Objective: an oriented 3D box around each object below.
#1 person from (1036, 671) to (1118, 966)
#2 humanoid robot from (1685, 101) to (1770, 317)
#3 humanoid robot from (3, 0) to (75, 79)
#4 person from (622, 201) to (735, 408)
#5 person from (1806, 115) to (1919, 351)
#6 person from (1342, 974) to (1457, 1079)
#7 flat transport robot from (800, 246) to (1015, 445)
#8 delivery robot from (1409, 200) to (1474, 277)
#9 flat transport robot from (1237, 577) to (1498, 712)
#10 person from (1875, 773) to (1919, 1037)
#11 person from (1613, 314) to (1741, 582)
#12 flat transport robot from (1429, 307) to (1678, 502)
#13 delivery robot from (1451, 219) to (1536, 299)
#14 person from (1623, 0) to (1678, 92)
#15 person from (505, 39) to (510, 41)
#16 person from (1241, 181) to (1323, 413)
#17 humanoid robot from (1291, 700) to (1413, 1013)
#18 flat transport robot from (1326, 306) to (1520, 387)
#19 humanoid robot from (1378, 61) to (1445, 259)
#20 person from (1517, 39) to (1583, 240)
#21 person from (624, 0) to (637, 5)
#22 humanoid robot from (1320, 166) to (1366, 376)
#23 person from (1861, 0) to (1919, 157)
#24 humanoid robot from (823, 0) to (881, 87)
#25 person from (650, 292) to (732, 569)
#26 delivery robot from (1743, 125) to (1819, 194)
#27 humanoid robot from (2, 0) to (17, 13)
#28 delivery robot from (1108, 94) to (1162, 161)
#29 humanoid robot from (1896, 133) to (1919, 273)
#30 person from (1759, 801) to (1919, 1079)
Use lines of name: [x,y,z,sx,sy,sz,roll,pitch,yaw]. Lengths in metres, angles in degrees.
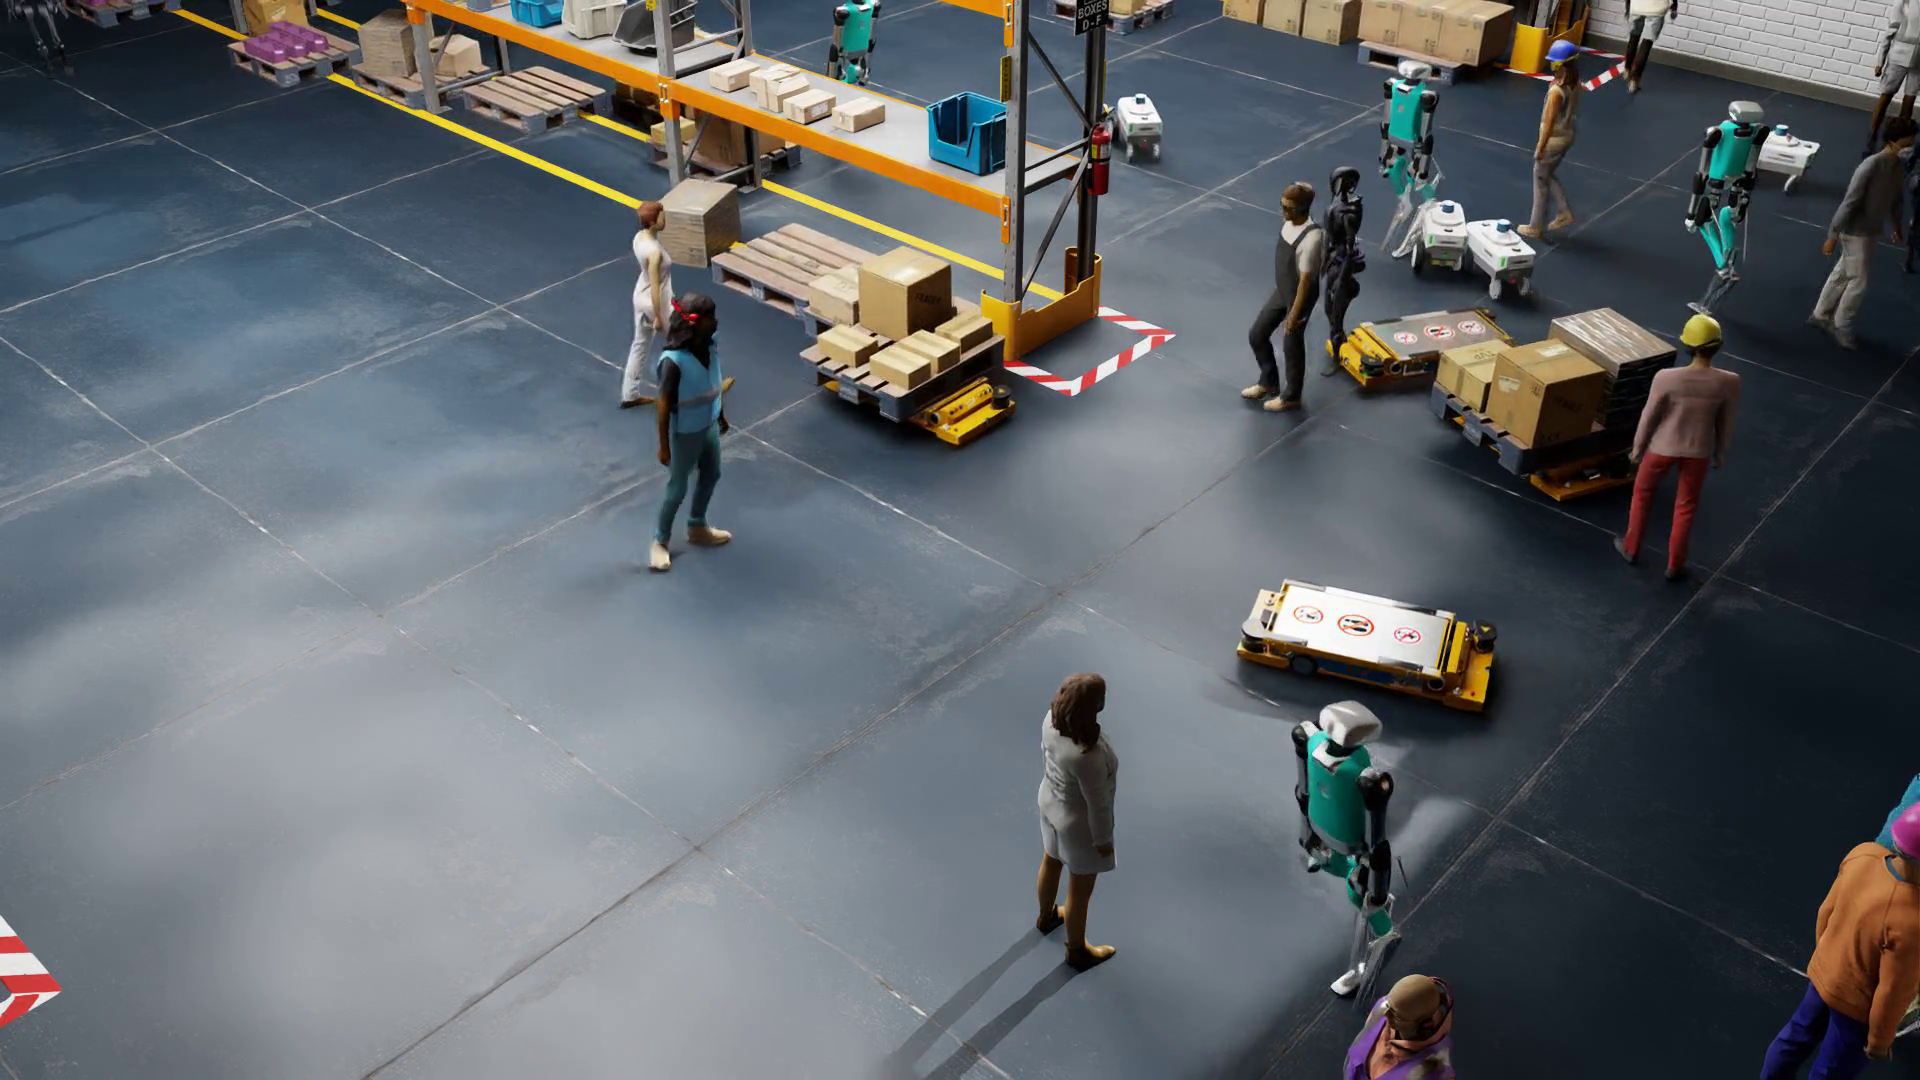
person: [0.555,1.281,7.727,0.338,1.661,0.483,-17,38,-23]
humanoid robot: [6.099,-2.490,13.174,0.535,1.853,0.702,-7,35,-10]
humanoid robot: [-10.030,-5.819,18.002,0.612,1.643,0.369,-12,36,-17]
person: [-2.151,-1.722,12.116,0.842,1.615,0.441,-18,39,-25]
person: [7.023,-2.365,12.820,0.689,1.872,0.673,-18,38,-24]
person: [1.621,2.244,6.304,0.348,1.693,0.492,-12,36,-17]
flat transport robot: [-0.341,-1.141,12.464,1.431,0.231,0.659,26,42,32]
delivery robot: [4.169,-2.615,14.357,0.512,0.607,0.778,5,35,8]
flat transport robot: [2.433,0.609,9.928,1.431,0.231,0.659,12,36,17]
person: [4.373,1.453,7.412,0.571,1.730,0.698,-1,35,-1]
person: [4.465,-0.568,10.335,0.562,1.752,0.433,6,35,8]
flat transport robot: [4.097,-0.760,11.912,0.659,0.231,1.431,-14,37,-19]
delivery robot: [4.540,-2.423,14.058,0.499,0.581,0.778,-8,35,-11]
person: [7.406,-5.684,17.815,0.543,1.681,0.579,26,42,33]
person: [-5.326,-6.602,19.088,0.393,1.730,0.556,26,42,32]
person: [2.322,-1.715,11.922,0.542,1.825,0.530,-9,36,-13]
humanoid robot: [1.838,1.426,7.507,0.741,1.837,0.558,-18,38,-24]
flat transport robot: [3.664,-1.516,13.007,1.431,0.231,0.659,-10,36,-14]
humanoid robot: [3.909,-3.214,14.218,0.686,1.843,0.542,-22,40,-29]
person: [5.212,-3.488,14.548,0.520,1.750,0.469,-28,43,-34]
person: [-4.330,-7.387,20.218,0.844,1.730,0.528,2,35,3]
humanoid robot: [2.917,-2.046,12.541,0.460,1.646,0.604,-3,35,-4]
person: [9.154,-4.623,16.056,0.550,1.923,0.387,13,37,18]
humanoid robot: [-1.185,-4.562,16.180,0.550,1.805,0.853,-29,44,-35]
person: [-1.718,-0.697,10.452,0.449,1.837,0.668,19,39,25]
delivery robot: [7.745,-3.665,15.850,0.735,0.573,0.511,20,39,26]
humanoid robot: [-11.755,-7.323,20.163,0.542,1.763,1.028,-17,38,-23]
delivery robot: [1.779,-4.136,16.566,0.499,0.612,0.816,-3,35,-4]
humanoid robot: [8.260,-3.116,14.092,0.585,1.645,0.517,3,35,4]
person: [3.613,1.803,6.691,0.372,1.983,0.516,-2,35,-3]
